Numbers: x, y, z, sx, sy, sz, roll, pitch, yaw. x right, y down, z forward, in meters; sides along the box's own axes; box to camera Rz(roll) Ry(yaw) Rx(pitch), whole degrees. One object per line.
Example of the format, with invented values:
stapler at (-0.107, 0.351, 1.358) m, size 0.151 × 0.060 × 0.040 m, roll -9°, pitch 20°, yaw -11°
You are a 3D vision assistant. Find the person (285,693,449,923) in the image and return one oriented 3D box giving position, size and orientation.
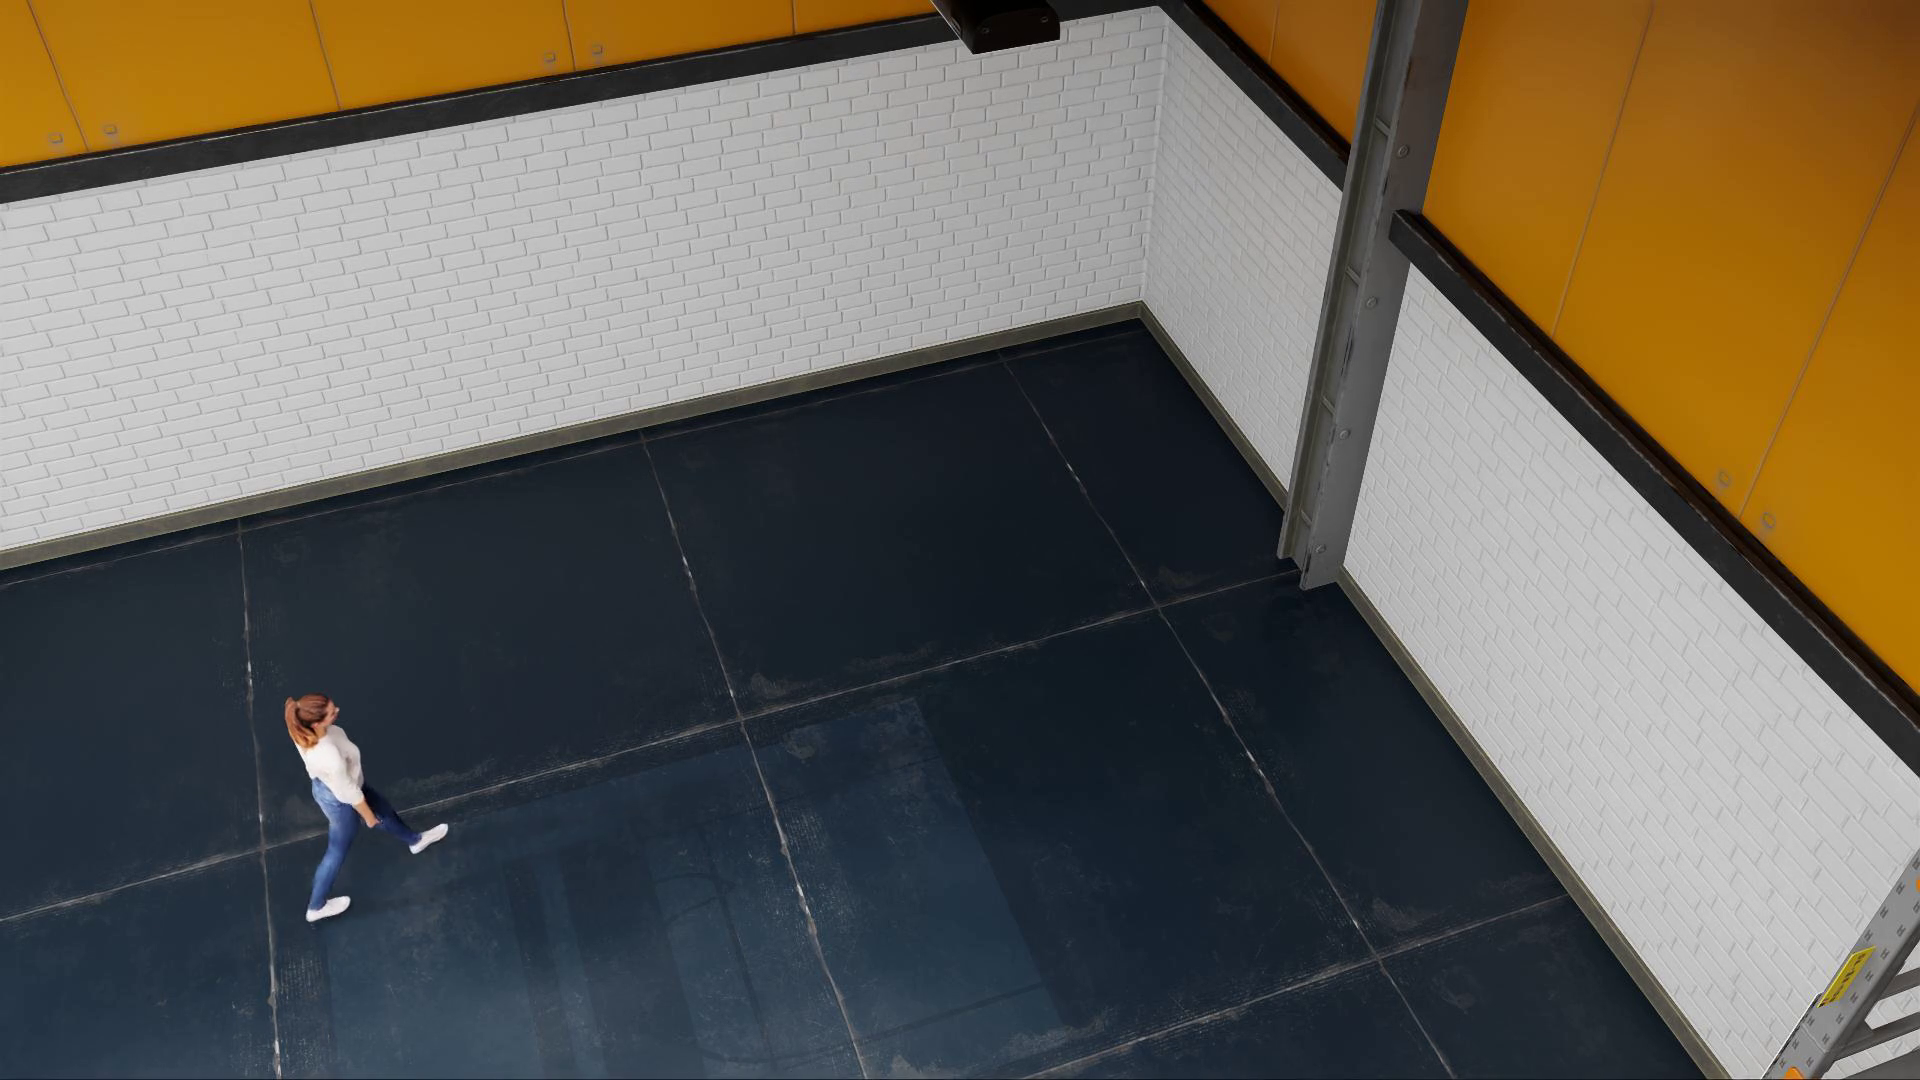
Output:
person at (-3.538, 1.514, 9.322) m, size 0.916 × 1.669 × 1.174 m, roll -28°, pitch 50°, yaw -26°
